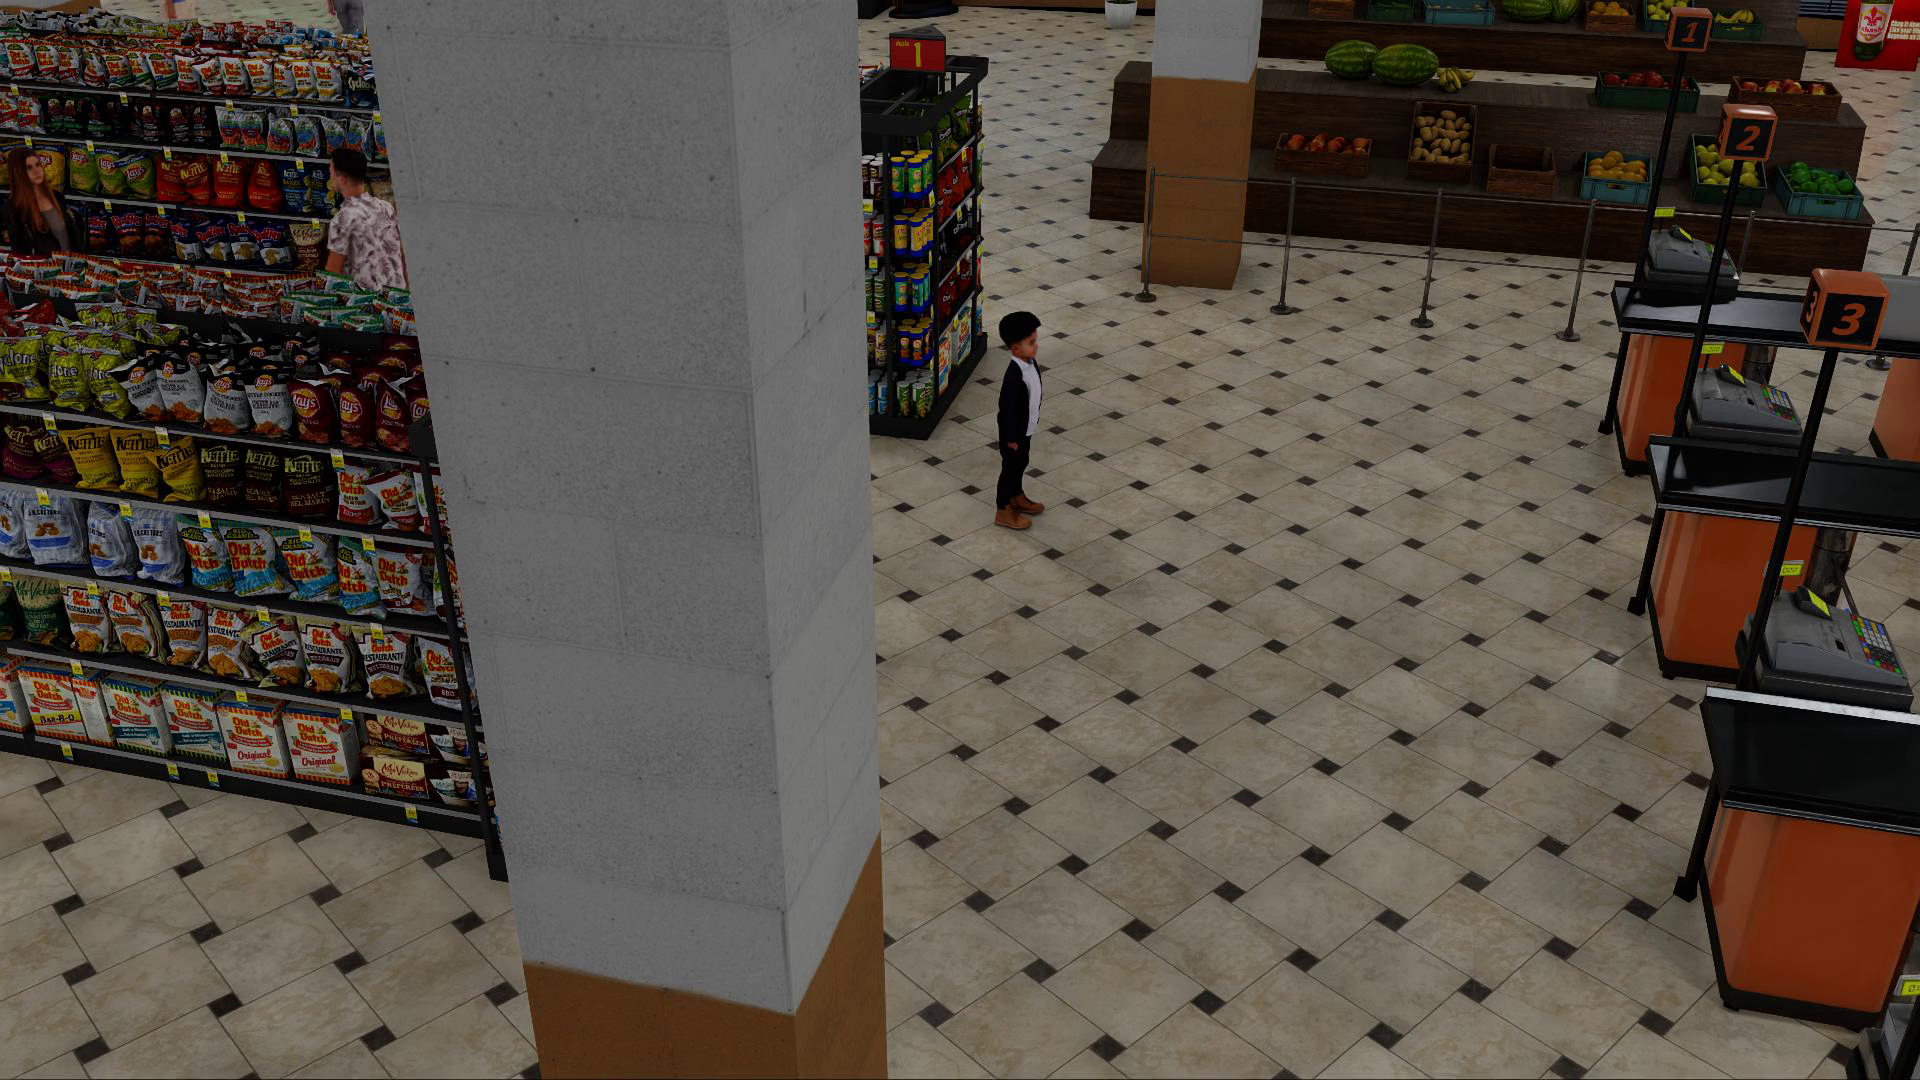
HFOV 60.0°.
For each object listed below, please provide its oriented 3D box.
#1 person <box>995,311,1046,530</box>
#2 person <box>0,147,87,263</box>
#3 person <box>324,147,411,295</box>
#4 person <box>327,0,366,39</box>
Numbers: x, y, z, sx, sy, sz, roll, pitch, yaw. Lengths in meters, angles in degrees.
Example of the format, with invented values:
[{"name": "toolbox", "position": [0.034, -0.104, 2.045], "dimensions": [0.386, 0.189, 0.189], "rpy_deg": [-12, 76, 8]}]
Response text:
[{"name": "person", "position": [0.307, -0.660, 9.046], "dimensions": [0.501, 1.223, 0.523], "rpy_deg": [12, 31, 20]}, {"name": "person", "position": [-5.560, -1.575, 10.220], "dimensions": [0.562, 1.704, 0.617], "rpy_deg": [12, 31, 21]}, {"name": "person", "position": [-3.351, -1.365, 9.757], "dimensions": [1.086, 1.779, 0.708], "rpy_deg": [8, 30, 14]}, {"name": "person", "position": [-6.616, -5.767, 17.972], "dimensions": [1.156, 1.633, 1.061], "rpy_deg": [-6, 29, -12]}]
